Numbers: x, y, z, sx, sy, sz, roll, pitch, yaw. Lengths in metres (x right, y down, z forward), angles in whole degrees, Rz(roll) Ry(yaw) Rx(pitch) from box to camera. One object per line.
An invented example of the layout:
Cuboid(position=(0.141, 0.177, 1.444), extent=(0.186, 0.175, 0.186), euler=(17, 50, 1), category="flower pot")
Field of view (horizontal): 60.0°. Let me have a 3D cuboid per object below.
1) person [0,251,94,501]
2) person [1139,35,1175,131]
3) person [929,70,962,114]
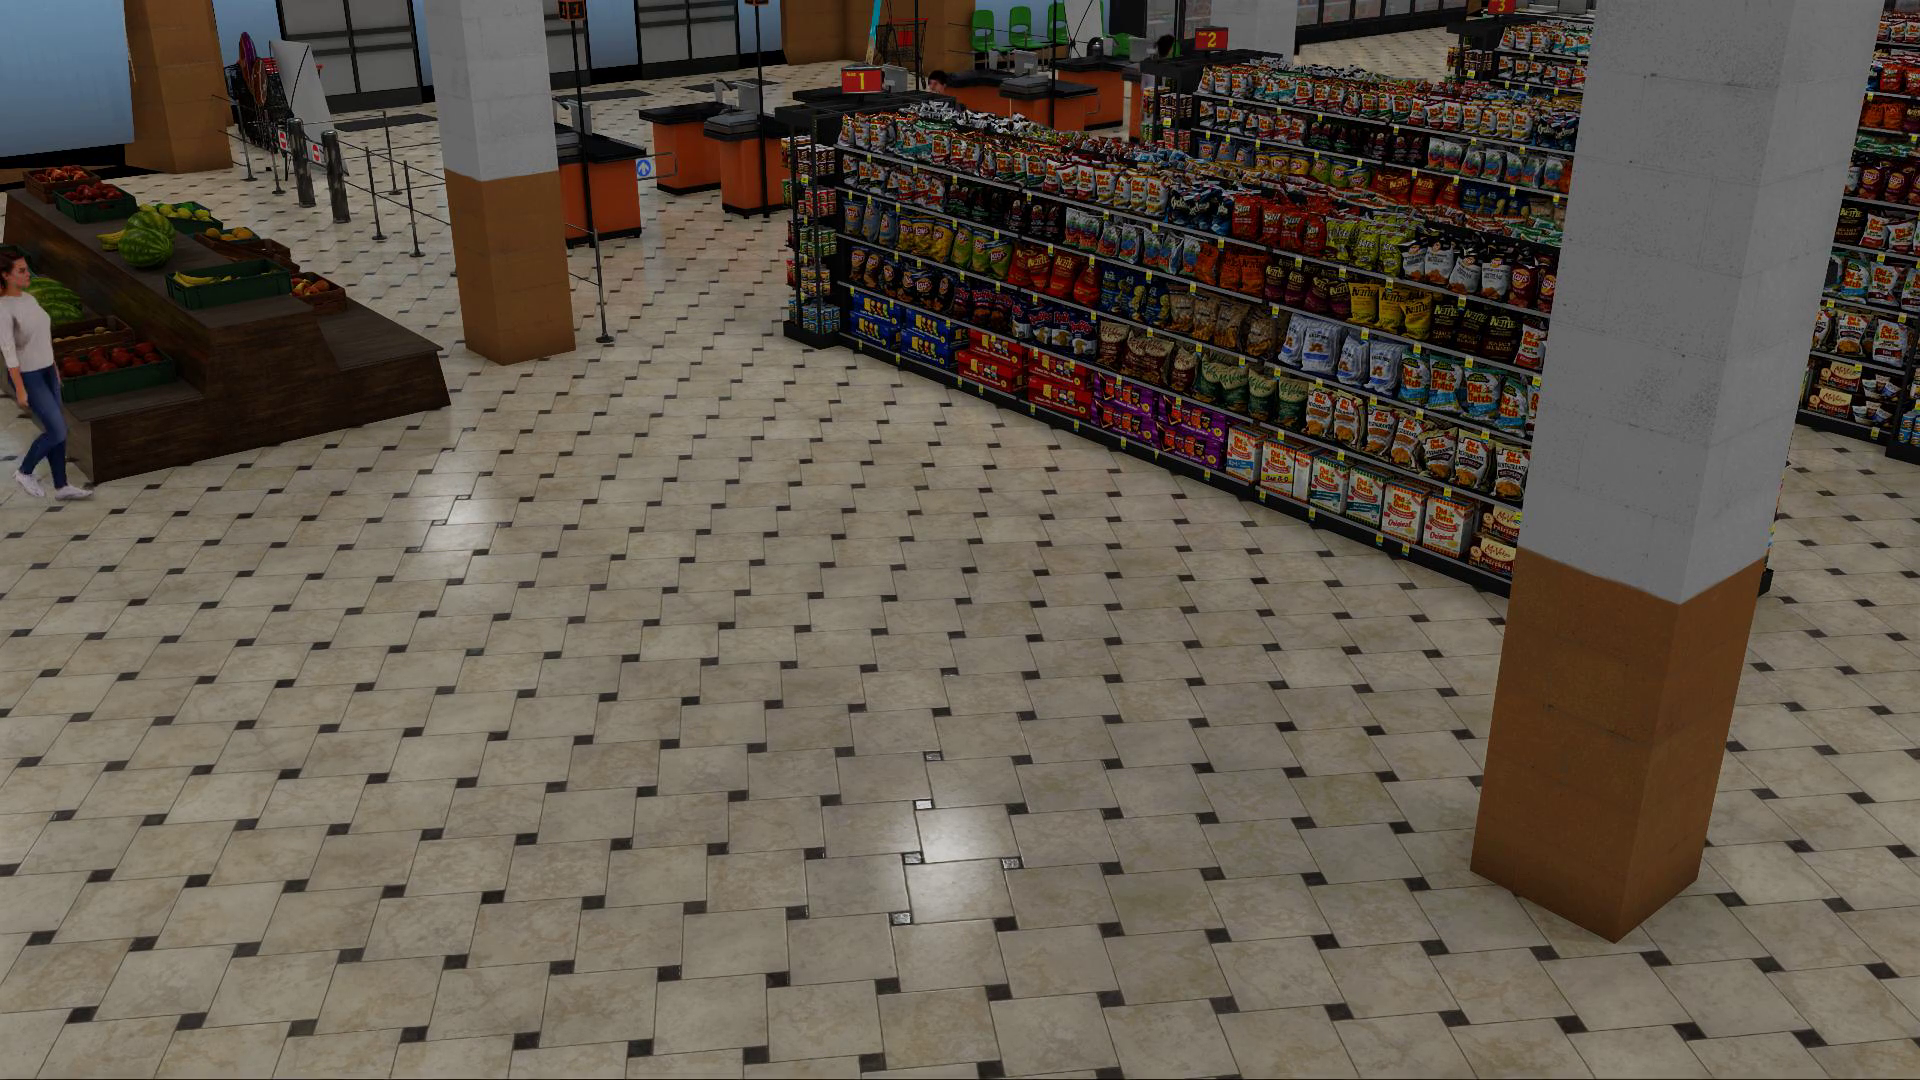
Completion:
Cuboid(position=(-6.160, -1.049, 10.925), extent=(0.852, 1.715, 0.791), euler=(0, 24, 0), category="person")
Cuboid(position=(2.345, -5.006, 19.784), extent=(0.950, 1.864, 0.953), euler=(11, 26, 23), category="person")
Cuboid(position=(-0.159, -4.020, 17.561), extent=(0.708, 1.839, 0.840), euler=(14, 27, 28), category="person")
